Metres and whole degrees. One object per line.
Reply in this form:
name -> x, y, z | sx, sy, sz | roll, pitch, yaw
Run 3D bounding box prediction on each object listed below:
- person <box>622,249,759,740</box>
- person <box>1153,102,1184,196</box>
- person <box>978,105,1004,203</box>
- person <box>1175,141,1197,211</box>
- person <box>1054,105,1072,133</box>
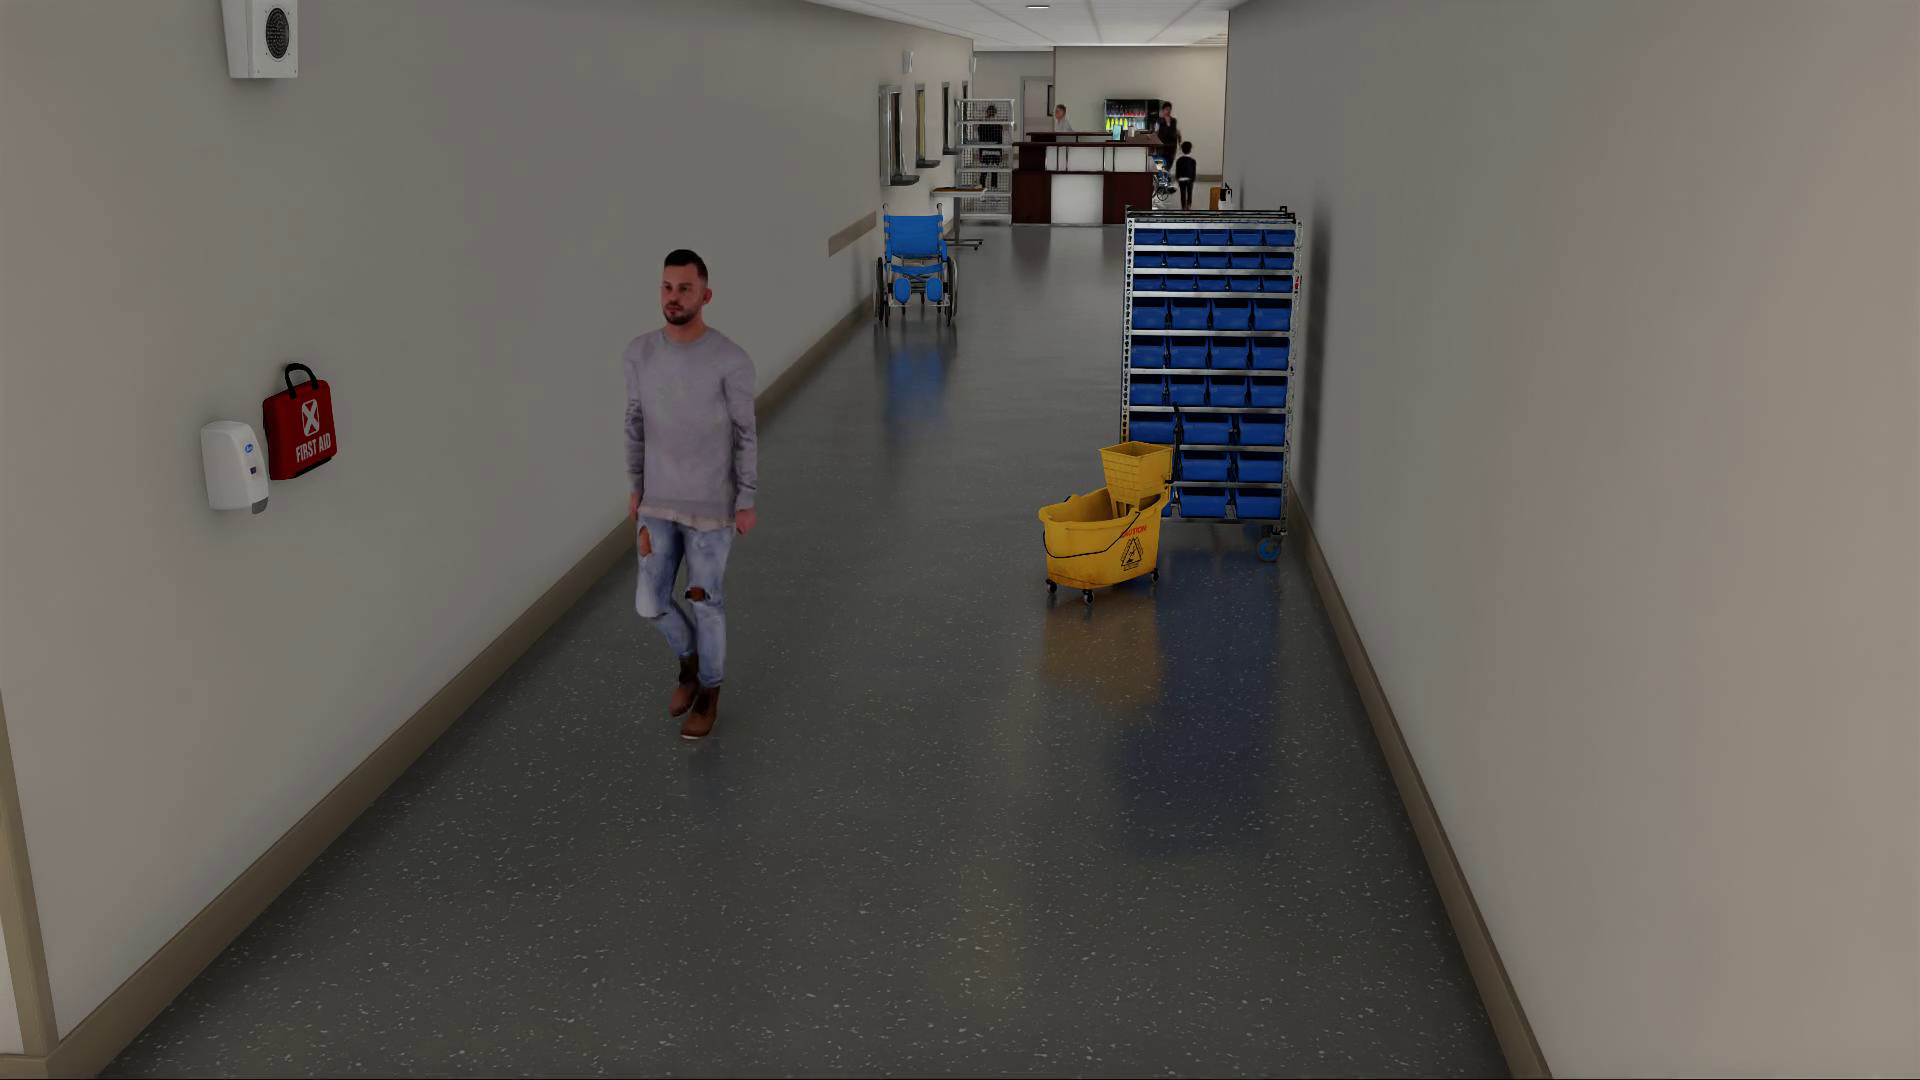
person -> -0.988, -0.176, 6.236 | 0.644, 1.829, 0.802 | 4, 16, 15
person -> 4.102, -7.809, 33.371 | 1.221, 1.797, 1.105 | -7, 17, -24
person -> 0.579, -7.472, 32.138 | 0.683, 1.817, 0.818 | -6, 17, -19
person -> 4.015, -6.444, 29.546 | 0.683, 1.206, 0.605 | 3, 16, 9
person -> 2.122, -7.647, 32.852 | 1.261, 1.765, 0.940 | -4, 16, -15
